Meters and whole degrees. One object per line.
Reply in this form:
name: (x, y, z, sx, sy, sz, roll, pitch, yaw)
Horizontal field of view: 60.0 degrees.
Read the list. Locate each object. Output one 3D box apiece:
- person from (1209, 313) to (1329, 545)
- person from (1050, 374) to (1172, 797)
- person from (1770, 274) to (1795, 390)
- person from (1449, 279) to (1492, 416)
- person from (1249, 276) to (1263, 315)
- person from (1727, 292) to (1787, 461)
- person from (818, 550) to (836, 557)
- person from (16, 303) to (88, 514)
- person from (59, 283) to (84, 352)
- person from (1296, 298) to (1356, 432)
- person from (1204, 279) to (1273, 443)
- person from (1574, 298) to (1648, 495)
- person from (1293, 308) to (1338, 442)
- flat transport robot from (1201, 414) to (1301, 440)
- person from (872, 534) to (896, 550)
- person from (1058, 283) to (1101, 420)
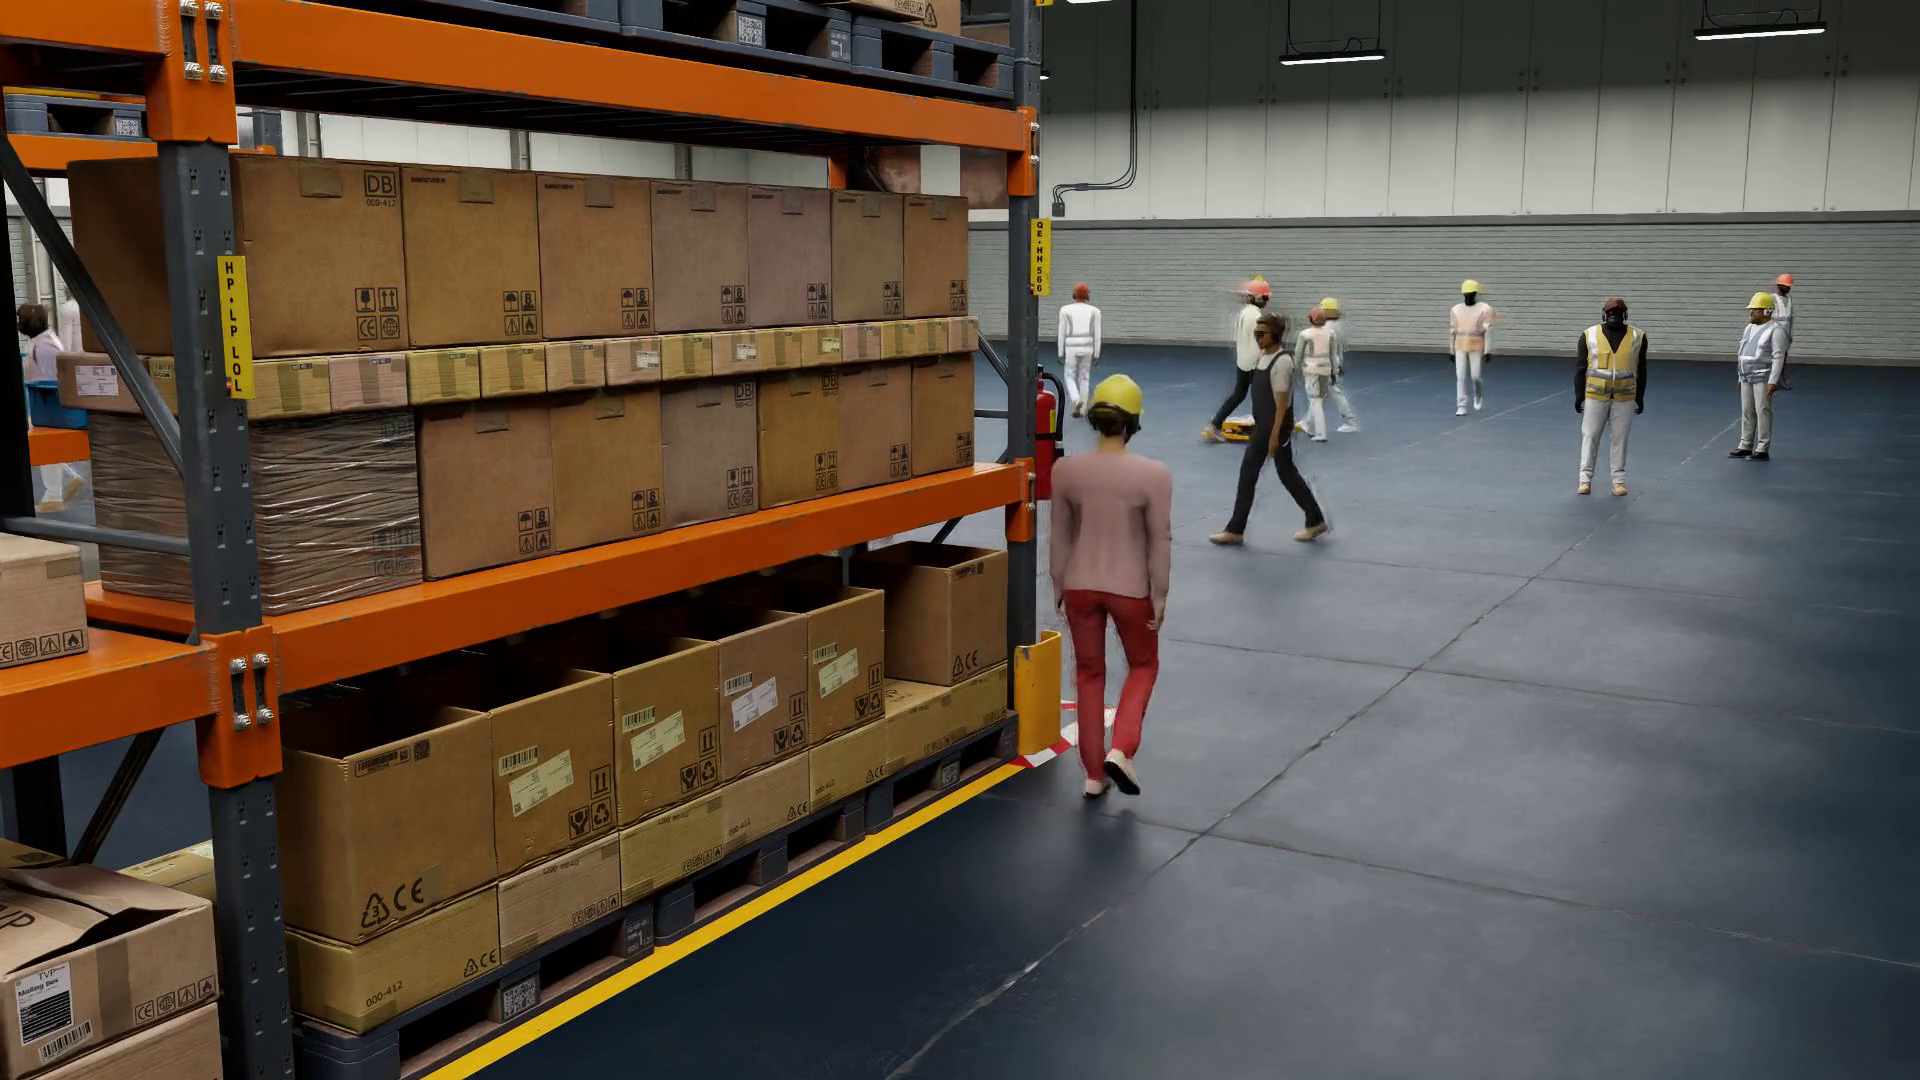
person: (2.447, -0.856, 12.863, 0.970, 1.805, 0.528, -3, 10, -15)
person: (0.608, 0.204, 6.795, 0.524, 1.755, 0.394, 3, 10, 19)
person: (13.642, -3.449, 27.660, 0.559, 1.933, 0.375, -3, 10, -16)
person: (7.168, -2.706, 23.355, 0.608, 1.912, 0.637, 6, 11, 32)
person: (7.057, -5.399, 39.562, 0.329, 1.765, 0.526, -3, 10, -20)
person: (8.689, -1.775, 18.138, 0.404, 1.830, 0.601, -2, 10, -11)
person: (-0.765, -0.048, 8.631, 0.516, 1.626, 0.471, 6, 12, 33)
person: (-7.950, -1.140, 14.444, 0.444, 1.831, 0.630, -7, 12, -36)
person: (-12.286, -2.689, 23.311, 0.635, 1.890, 0.662, 3, 10, 15)
person: (4.701, -2.233, 21.213, 0.895, 1.695, 0.502, 7, 12, 34)
person: (3.398, -2.106, 19.719, 0.969, 1.961, 0.608, -2, 10, -10)
person: (6.073, -1.336, 15.542, 0.636, 1.842, 0.429, 3, 10, 15)
person: (4.274, -2.007, 20.167, 0.530, 1.595, 0.836, -3, 10, -16)
flat transport robot: (3.598, -1.398, 20.496, 0.652, 0.197, 1.431, 7, 12, 36)
person: (-0.615, -0.442, 10.939, 0.494, 1.612, 0.542, -9, 13, -42)
person: (1.623, -2.530, 22.449, 0.590, 1.870, 0.519, -1, 10, -7)
